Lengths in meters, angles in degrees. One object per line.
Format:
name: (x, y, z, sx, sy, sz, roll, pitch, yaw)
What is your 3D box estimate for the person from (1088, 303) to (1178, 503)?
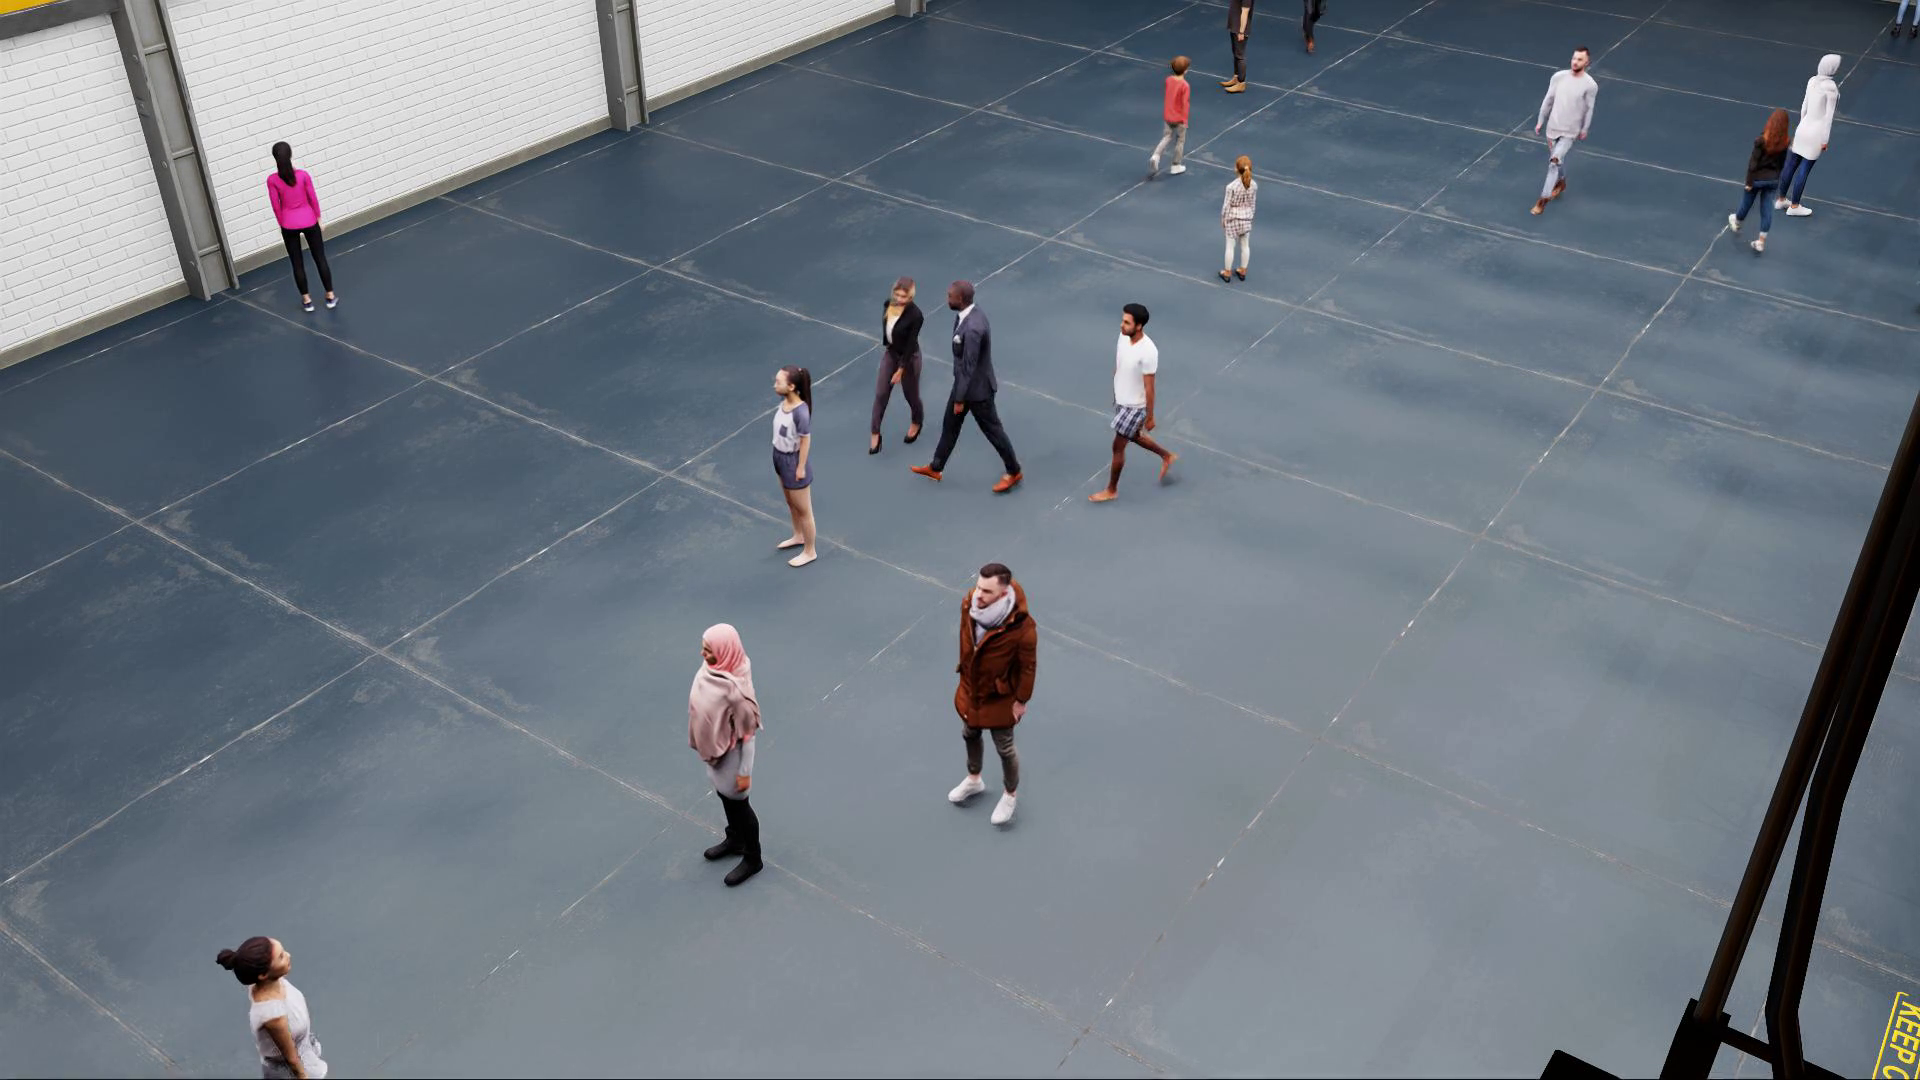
person: (1.459, -1.121, 13.319, 1.176, 1.708, 1.015, -12, 36, -18)

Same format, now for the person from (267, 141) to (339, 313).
person: (-6.456, -3.073, 16.264, 0.658, 1.699, 0.746, -13, 36, -19)

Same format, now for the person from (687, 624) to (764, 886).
person: (-1.347, 1.234, 9.690, 0.726, 1.804, 0.724, -19, 38, -26)

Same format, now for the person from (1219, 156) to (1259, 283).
person: (2.842, -3.267, 16.909, 0.582, 1.309, 0.660, -10, 35, -15)

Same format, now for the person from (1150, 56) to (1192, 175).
person: (2.448, -4.901, 19.283, 0.798, 1.403, 0.601, -29, 43, -36)

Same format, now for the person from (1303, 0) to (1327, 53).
person: (4.943, -7.789, 23.226, 0.957, 1.847, 1.052, -3, 34, -4)

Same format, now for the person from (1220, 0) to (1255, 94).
person: (3.685, -6.757, 21.796, 0.753, 1.711, 0.662, 0, 34, 0)

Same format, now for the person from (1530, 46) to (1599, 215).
person: (6.708, -4.576, 18.433, 1.223, 1.802, 0.839, -29, 43, -36)

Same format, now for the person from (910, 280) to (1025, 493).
person: (0.192, -1.213, 13.396, 1.296, 1.777, 1.256, -6, 34, -9)

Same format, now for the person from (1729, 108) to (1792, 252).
person: (8.500, -3.763, 17.538, 0.927, 1.439, 1.077, -1, 34, -1)

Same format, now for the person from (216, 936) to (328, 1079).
person: (-3.269, 2.515, 7.951, 0.928, 1.595, 0.787, -15, 37, -22)

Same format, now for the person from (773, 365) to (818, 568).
person: (-1.241, -0.581, 12.560, 0.684, 1.650, 0.673, -14, 36, -20)

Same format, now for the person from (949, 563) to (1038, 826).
person: (0.193, 0.909, 10.148, 0.700, 1.839, 0.692, 23, 40, 31)

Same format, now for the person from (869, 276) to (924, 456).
person: (-0.416, -1.494, 13.949, 0.654, 1.632, 0.882, 27, 42, 34)

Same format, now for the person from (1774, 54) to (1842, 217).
person: (9.346, -4.455, 18.274, 0.731, 1.775, 0.686, -8, 34, -11)
